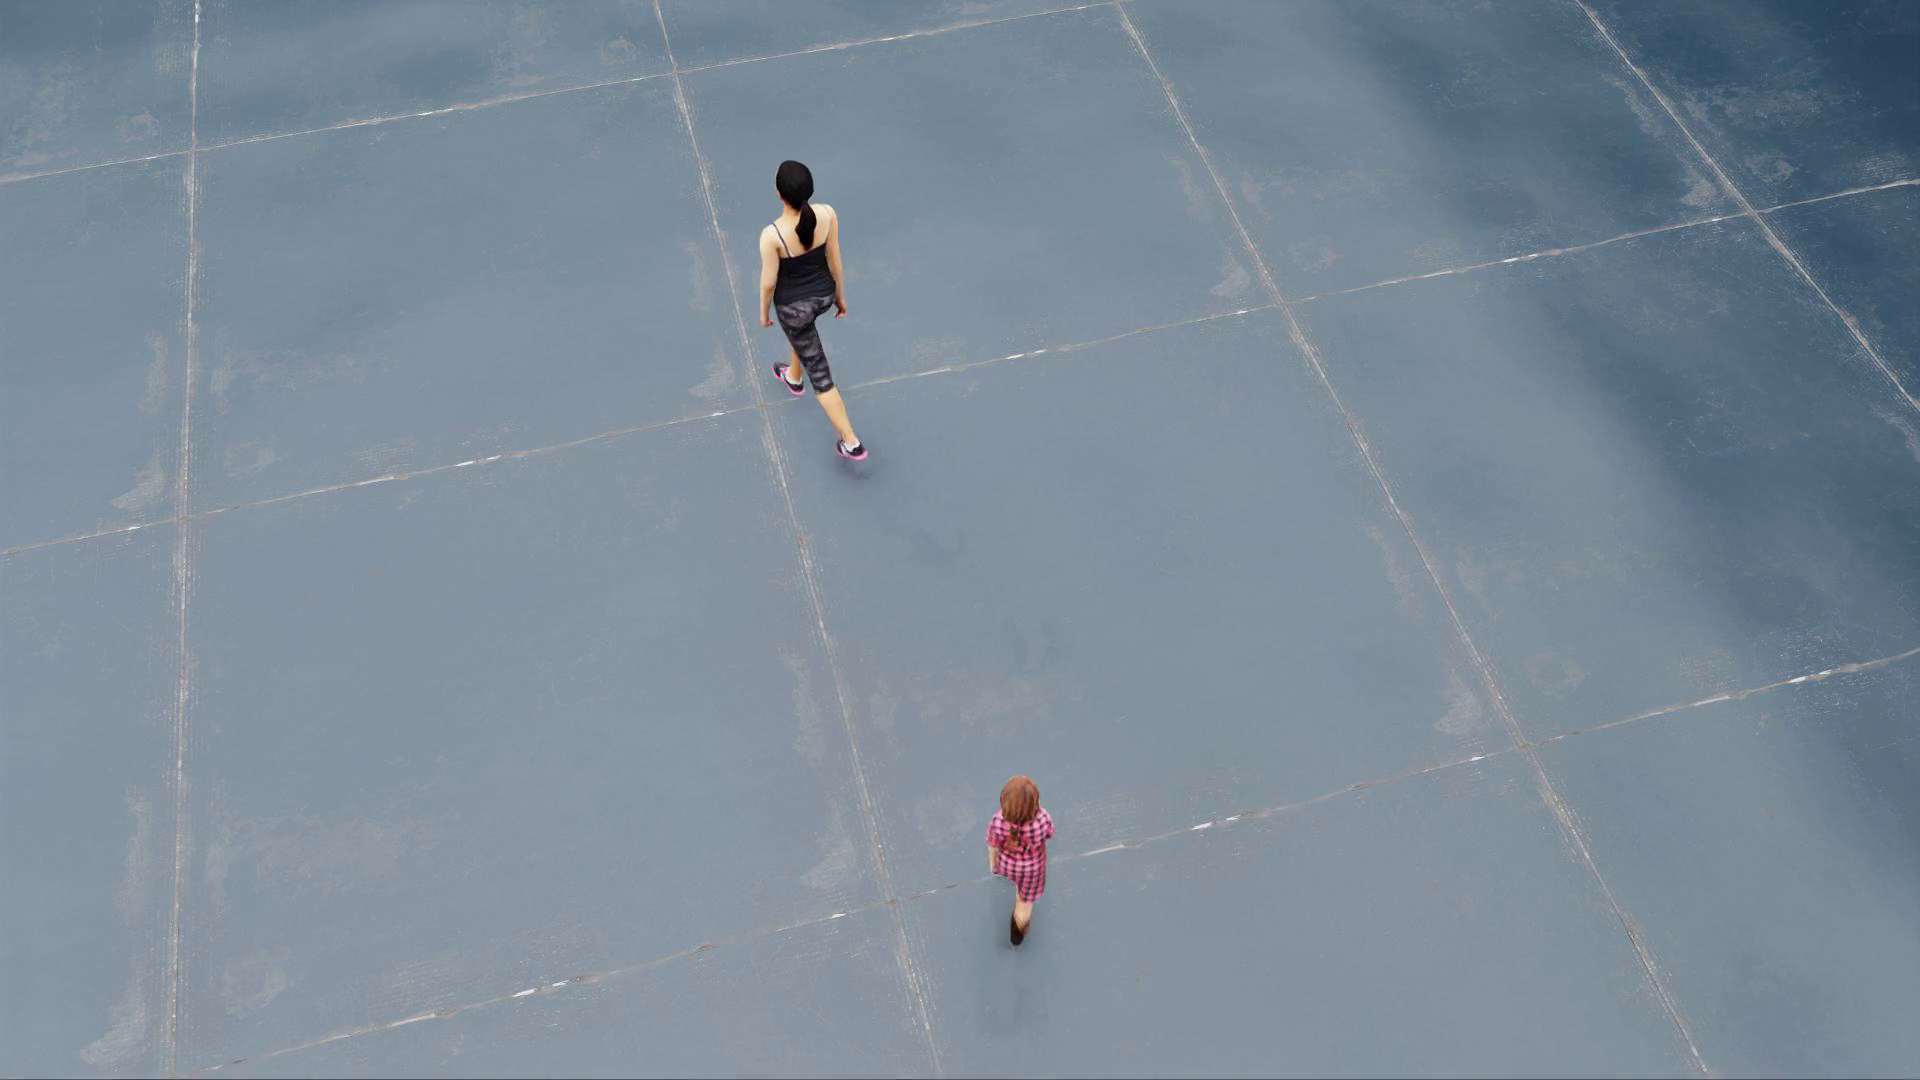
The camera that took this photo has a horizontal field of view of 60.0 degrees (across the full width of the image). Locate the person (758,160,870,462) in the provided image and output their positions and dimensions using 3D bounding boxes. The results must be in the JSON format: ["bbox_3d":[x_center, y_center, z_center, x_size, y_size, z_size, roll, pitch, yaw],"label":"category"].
[{"bbox_3d":[-0.715,-1.082,8.171,0.855,1.684,1.197,-29,58,-21],"label":"person"}]

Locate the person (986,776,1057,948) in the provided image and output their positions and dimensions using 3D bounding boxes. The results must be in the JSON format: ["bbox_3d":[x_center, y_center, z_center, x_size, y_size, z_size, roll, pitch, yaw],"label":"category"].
[{"bbox_3d":[0.246,1.306,6.752,0.577,1.003,0.784,3,52,3],"label":"person"}]
